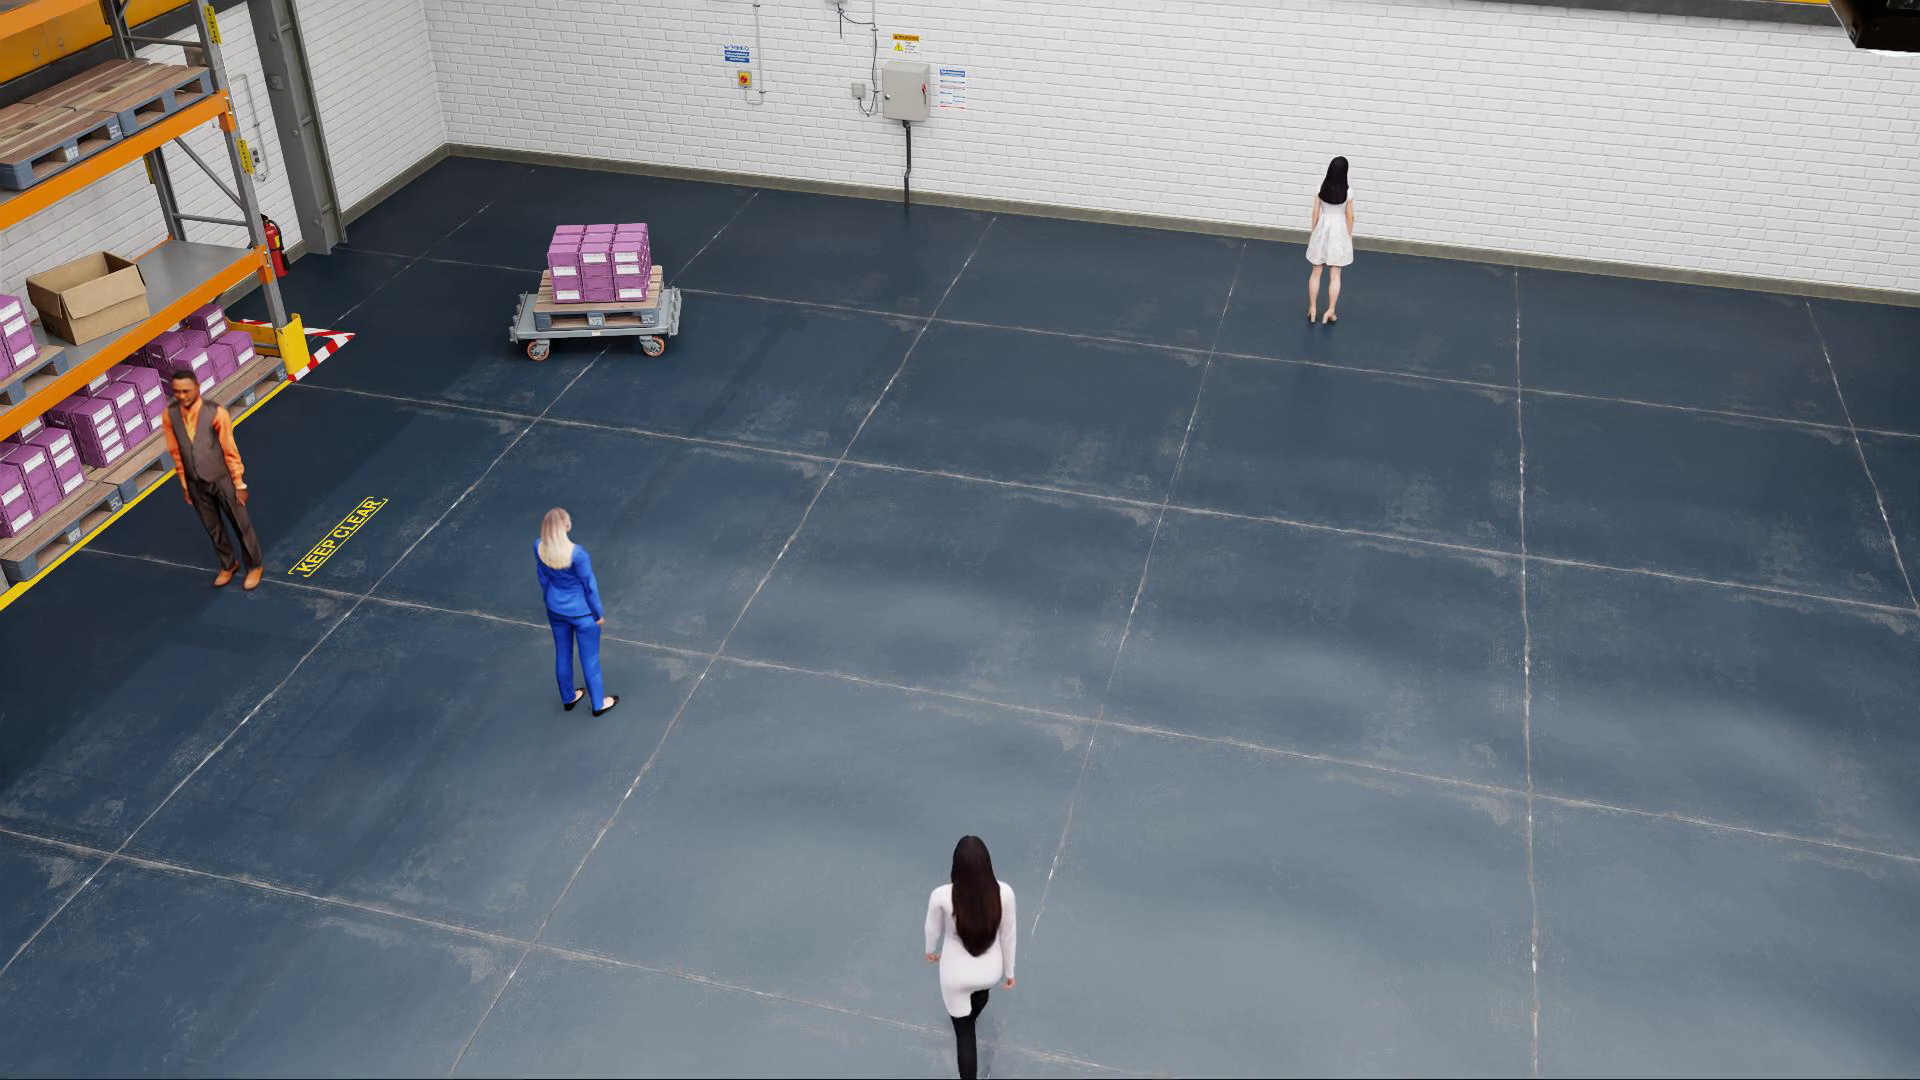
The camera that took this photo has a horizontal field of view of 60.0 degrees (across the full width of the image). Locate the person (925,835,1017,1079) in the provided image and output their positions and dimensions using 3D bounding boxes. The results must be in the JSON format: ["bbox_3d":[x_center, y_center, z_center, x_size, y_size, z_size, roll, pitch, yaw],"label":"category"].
[{"bbox_3d":[0.055,2.365,8.818,0.921,1.753,1.227,-4,34,-6],"label":"person"}]

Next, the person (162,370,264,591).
[{"bbox_3d":[-5.831,-0.492,12.976,0.736,1.908,0.670,2,34,3],"label":"person"}]

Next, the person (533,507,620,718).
[{"bbox_3d":[-2.727,0.508,11.660,0.647,1.701,0.588,14,36,20],"label":"person"}]

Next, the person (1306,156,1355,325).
[{"bbox_3d":[3.776,-3.058,16.957,0.691,1.774,0.686,15,36,21],"label":"person"}]
